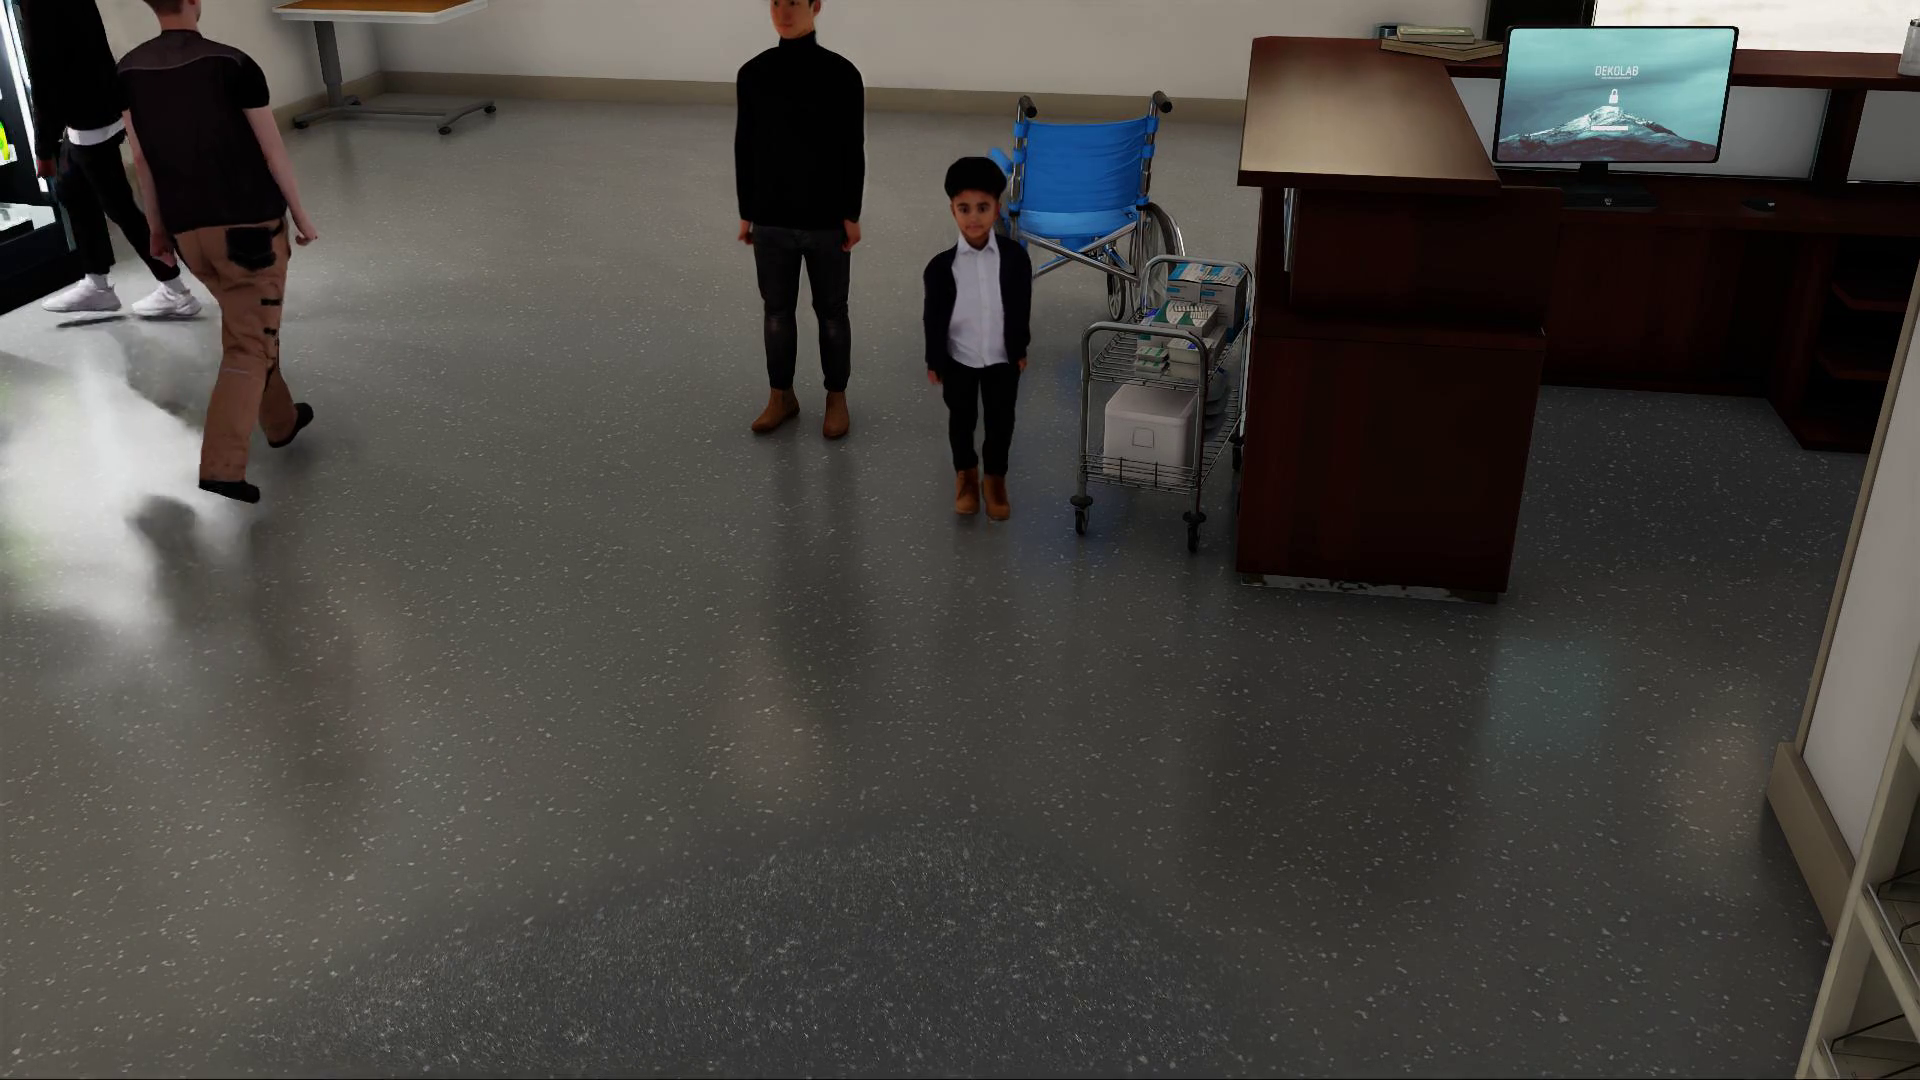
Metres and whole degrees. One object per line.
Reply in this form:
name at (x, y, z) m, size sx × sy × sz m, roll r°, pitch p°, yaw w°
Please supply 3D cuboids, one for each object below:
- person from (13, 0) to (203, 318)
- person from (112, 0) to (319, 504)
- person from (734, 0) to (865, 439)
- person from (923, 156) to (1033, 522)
person at (-3.731, -1.808, 7.285) m, size 1.019 × 1.771 × 1.004 m, roll -2°, pitch 26°, yaw -4°
person at (-2.510, -1.007, 5.590) m, size 0.702 × 1.801 × 1.176 m, roll 6°, pitch 26°, yaw 11°
person at (-0.589, -1.239, 6.162) m, size 0.637 × 1.723 × 0.524 m, roll 5°, pitch 26°, yaw 10°
person at (0.058, -0.675, 5.529) m, size 0.545 × 1.217 × 0.540 m, roll -1°, pitch 26°, yaw -2°
